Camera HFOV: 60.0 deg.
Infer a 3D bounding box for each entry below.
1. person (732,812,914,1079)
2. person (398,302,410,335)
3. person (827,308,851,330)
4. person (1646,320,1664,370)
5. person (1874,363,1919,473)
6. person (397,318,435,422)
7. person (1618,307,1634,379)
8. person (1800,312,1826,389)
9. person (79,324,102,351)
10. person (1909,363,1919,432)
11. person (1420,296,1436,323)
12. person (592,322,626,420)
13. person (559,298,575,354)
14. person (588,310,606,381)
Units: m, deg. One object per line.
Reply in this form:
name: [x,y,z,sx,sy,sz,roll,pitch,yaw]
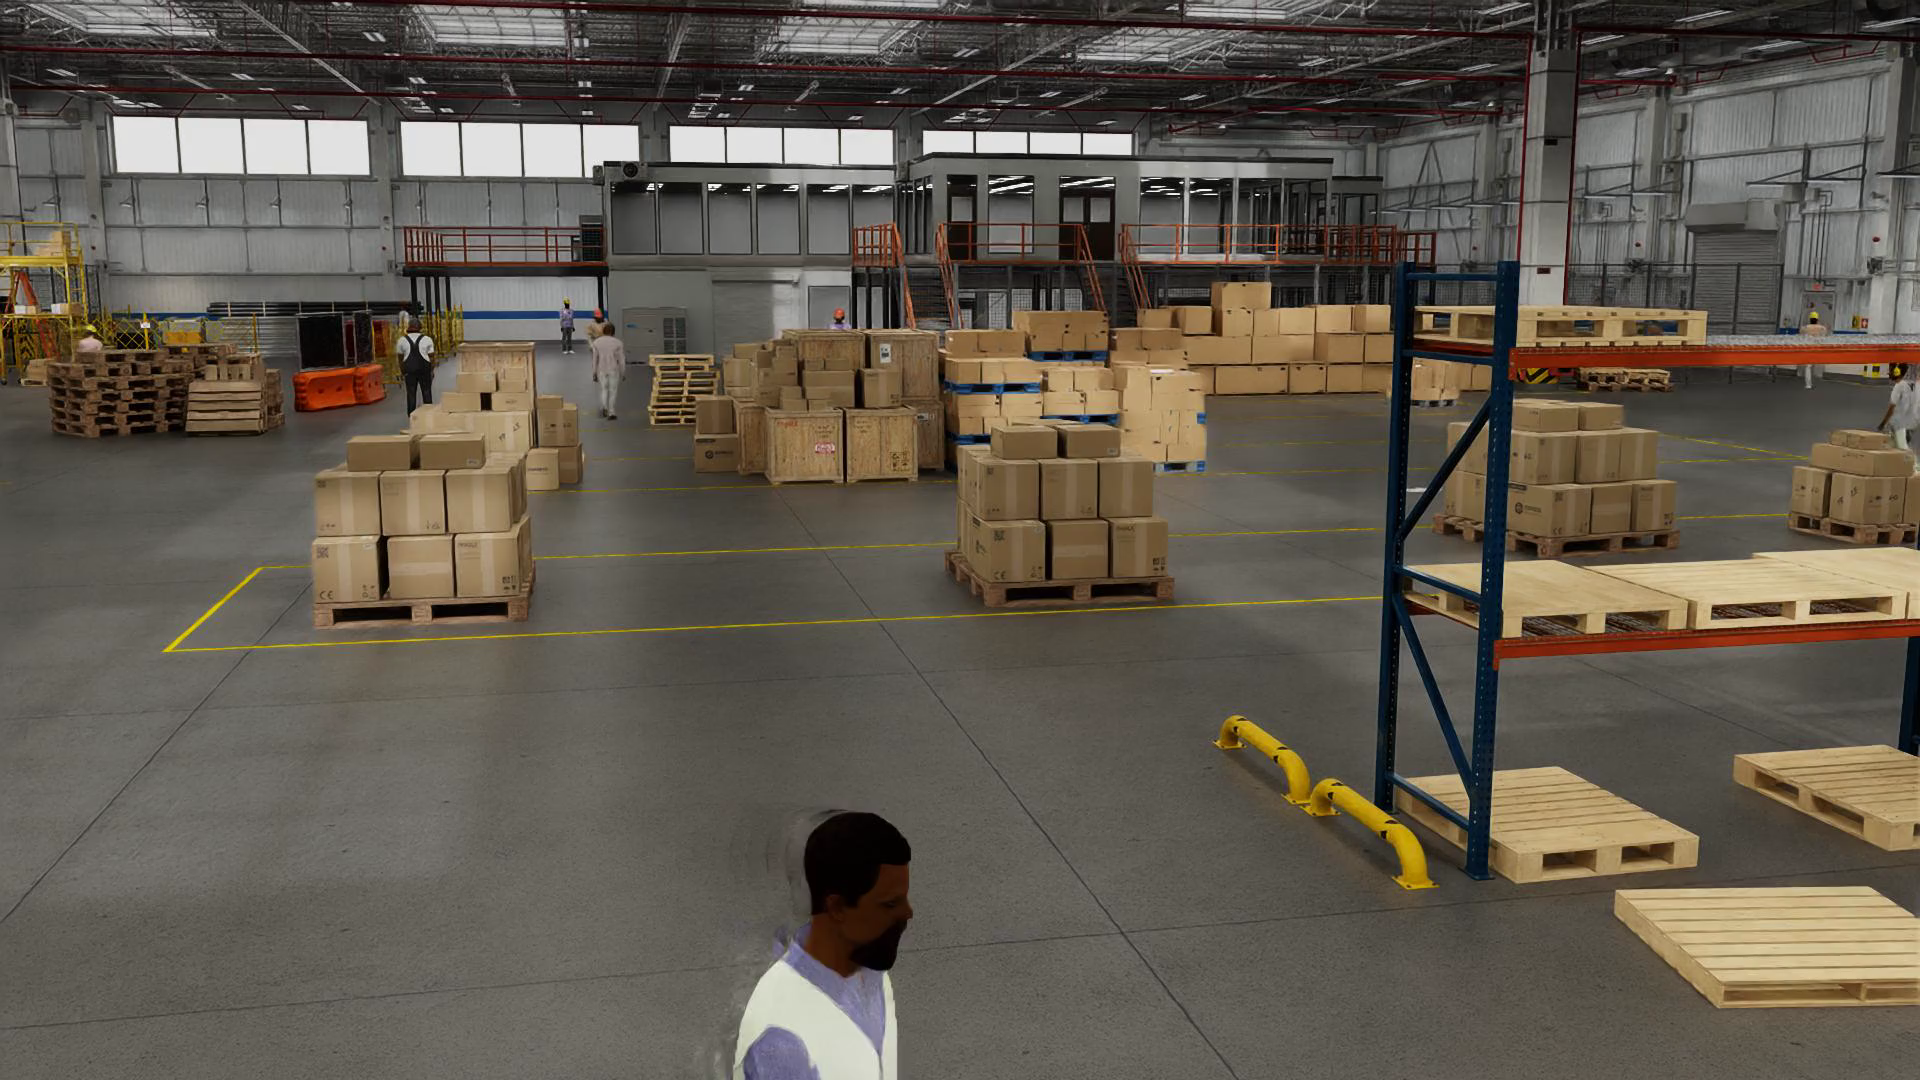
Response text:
person: [-0.229,1.495,3.512,0.619,1.892,0.583,3,10,19]
person: [-18.387,-6.961,55.147,0.575,1.890,0.439,8,12,41]
person: [-2.856,-4.469,39.427,0.606,2.039,0.395,-3,10,-17]
person: [19.970,-5.631,47.617,0.553,1.657,0.805,-5,10,-26]
person: [12.213,-1.458,21.771,1.038,1.808,0.504,6,11,33]
person: [-10.561,-3.312,32.365,0.674,2.000,0.537,-2,9,-11]
person: [17.717,-5.289,44.724,1.016,1.947,0.633,2,10,14]
person: [21.121,-4.703,41.309,0.610,1.878,0.955,3,10,17]
person: [-19.270,-3.900,36.843,0.533,1.751,0.687,0,9,1]
person: [17.669,-2.876,30.315,0.634,1.841,0.429,5,11,27]
person: [17.845,-8.351,63.490,0.629,1.895,1.017,-1,9,-4]
person: [-6.881,-3.315,32.735,0.658,1.922,0.448,2,10,12]
person: [-13.687,-7.458,57.981,0.366,1.926,0.594,7,12,36]
person: [-9.443,-5.065,43.535,0.553,1.879,1.035,-5,10,-26]
